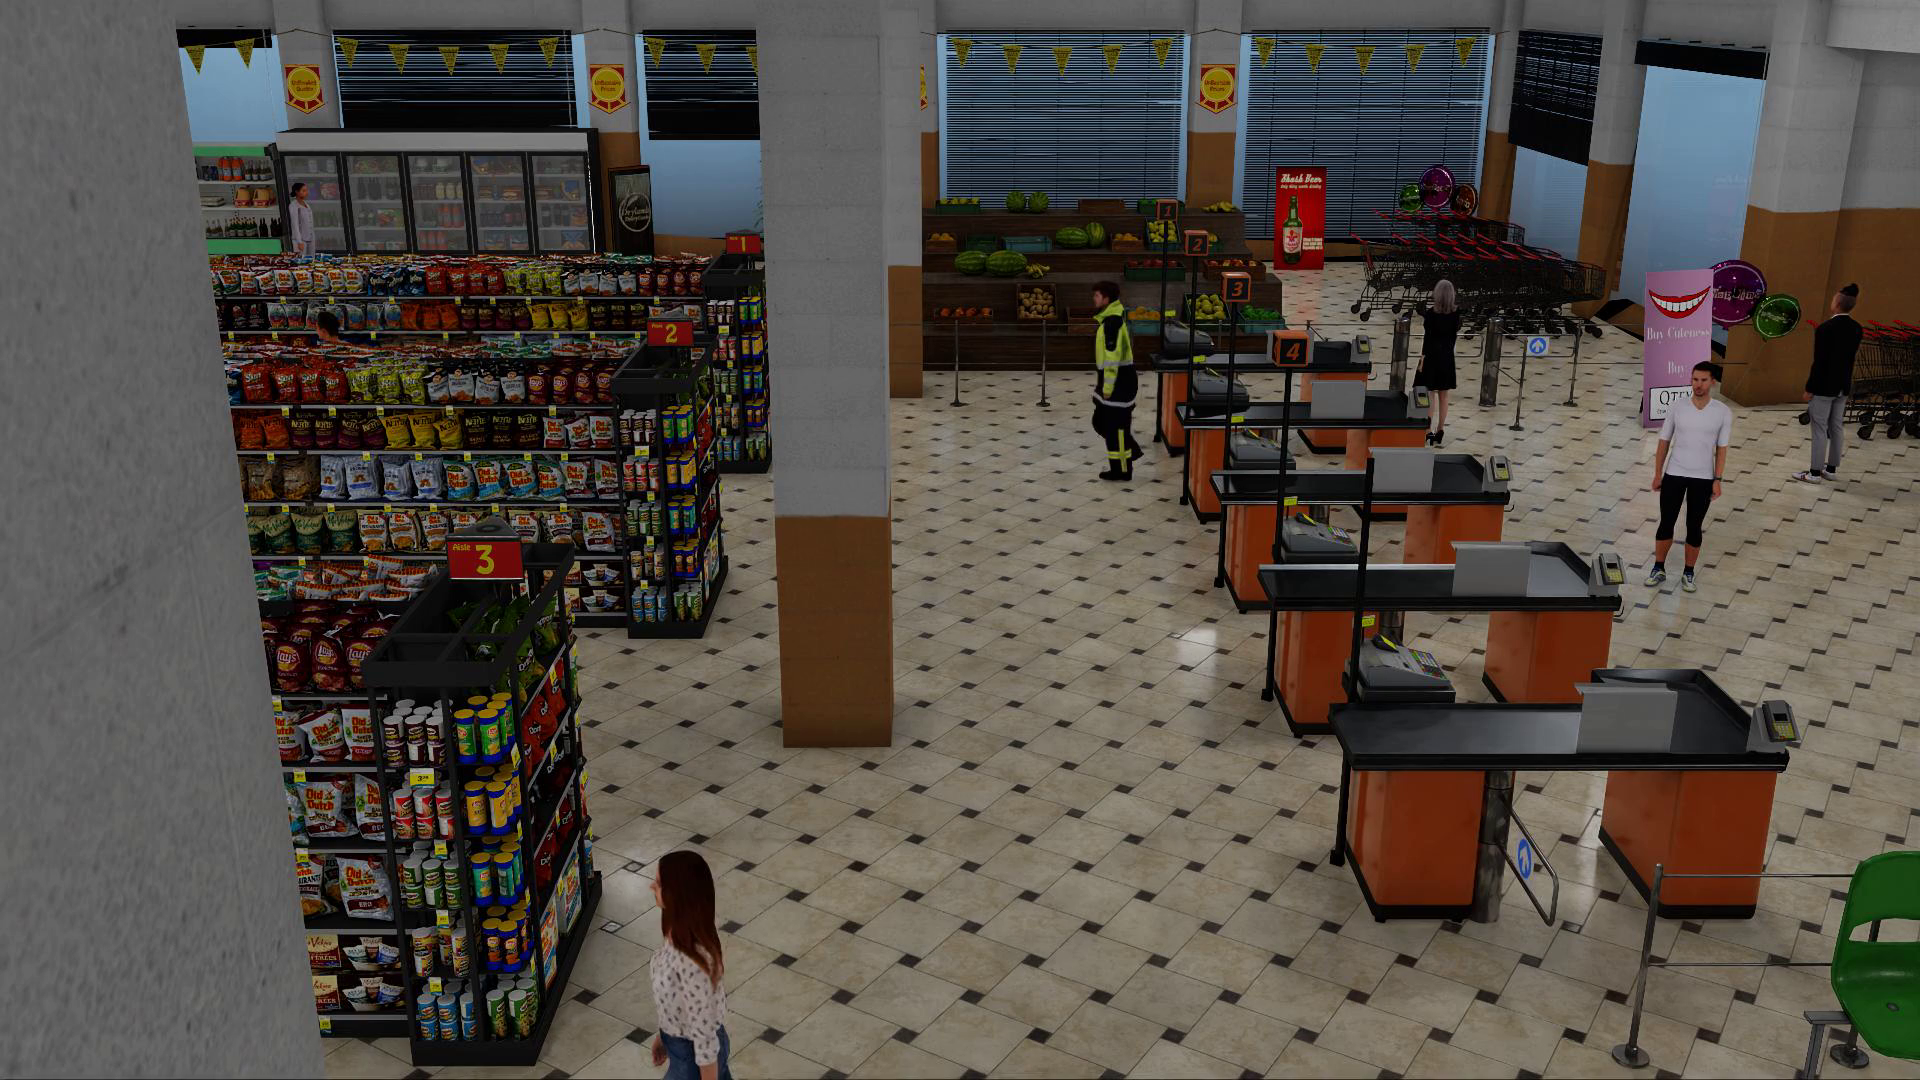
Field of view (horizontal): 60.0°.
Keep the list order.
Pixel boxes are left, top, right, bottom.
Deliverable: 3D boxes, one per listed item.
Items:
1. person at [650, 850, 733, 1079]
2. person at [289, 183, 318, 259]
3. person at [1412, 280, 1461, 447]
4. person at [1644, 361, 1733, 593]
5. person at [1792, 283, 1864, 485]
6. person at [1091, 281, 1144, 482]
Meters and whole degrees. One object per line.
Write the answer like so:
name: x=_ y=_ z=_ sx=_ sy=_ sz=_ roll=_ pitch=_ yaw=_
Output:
person: x=-0.892 y=1.949 z=6.220 sx=1.070 sy=1.690 sz=0.655 roll=-2 pitch=19 yaw=-5
person: x=-10.169 y=-4.653 z=25.728 sx=0.610 sy=1.735 sz=0.663 roll=3 pitch=19 yaw=10
person: x=5.007 y=-1.867 z=17.447 sx=0.625 sy=1.747 sz=0.738 roll=-8 pitch=20 yaw=-21
person: x=5.830 y=-0.523 z=13.298 sx=0.674 sy=1.852 sz=0.813 roll=9 pitch=21 yaw=26
person: x=8.439 y=-1.521 z=16.104 sx=0.673 sy=1.949 sz=0.841 roll=-8 pitch=20 yaw=-21
person: x=1.596 y=-1.527 z=16.112 sx=0.783 sy=1.956 sz=0.768 roll=0 pitch=19 yaw=-1
